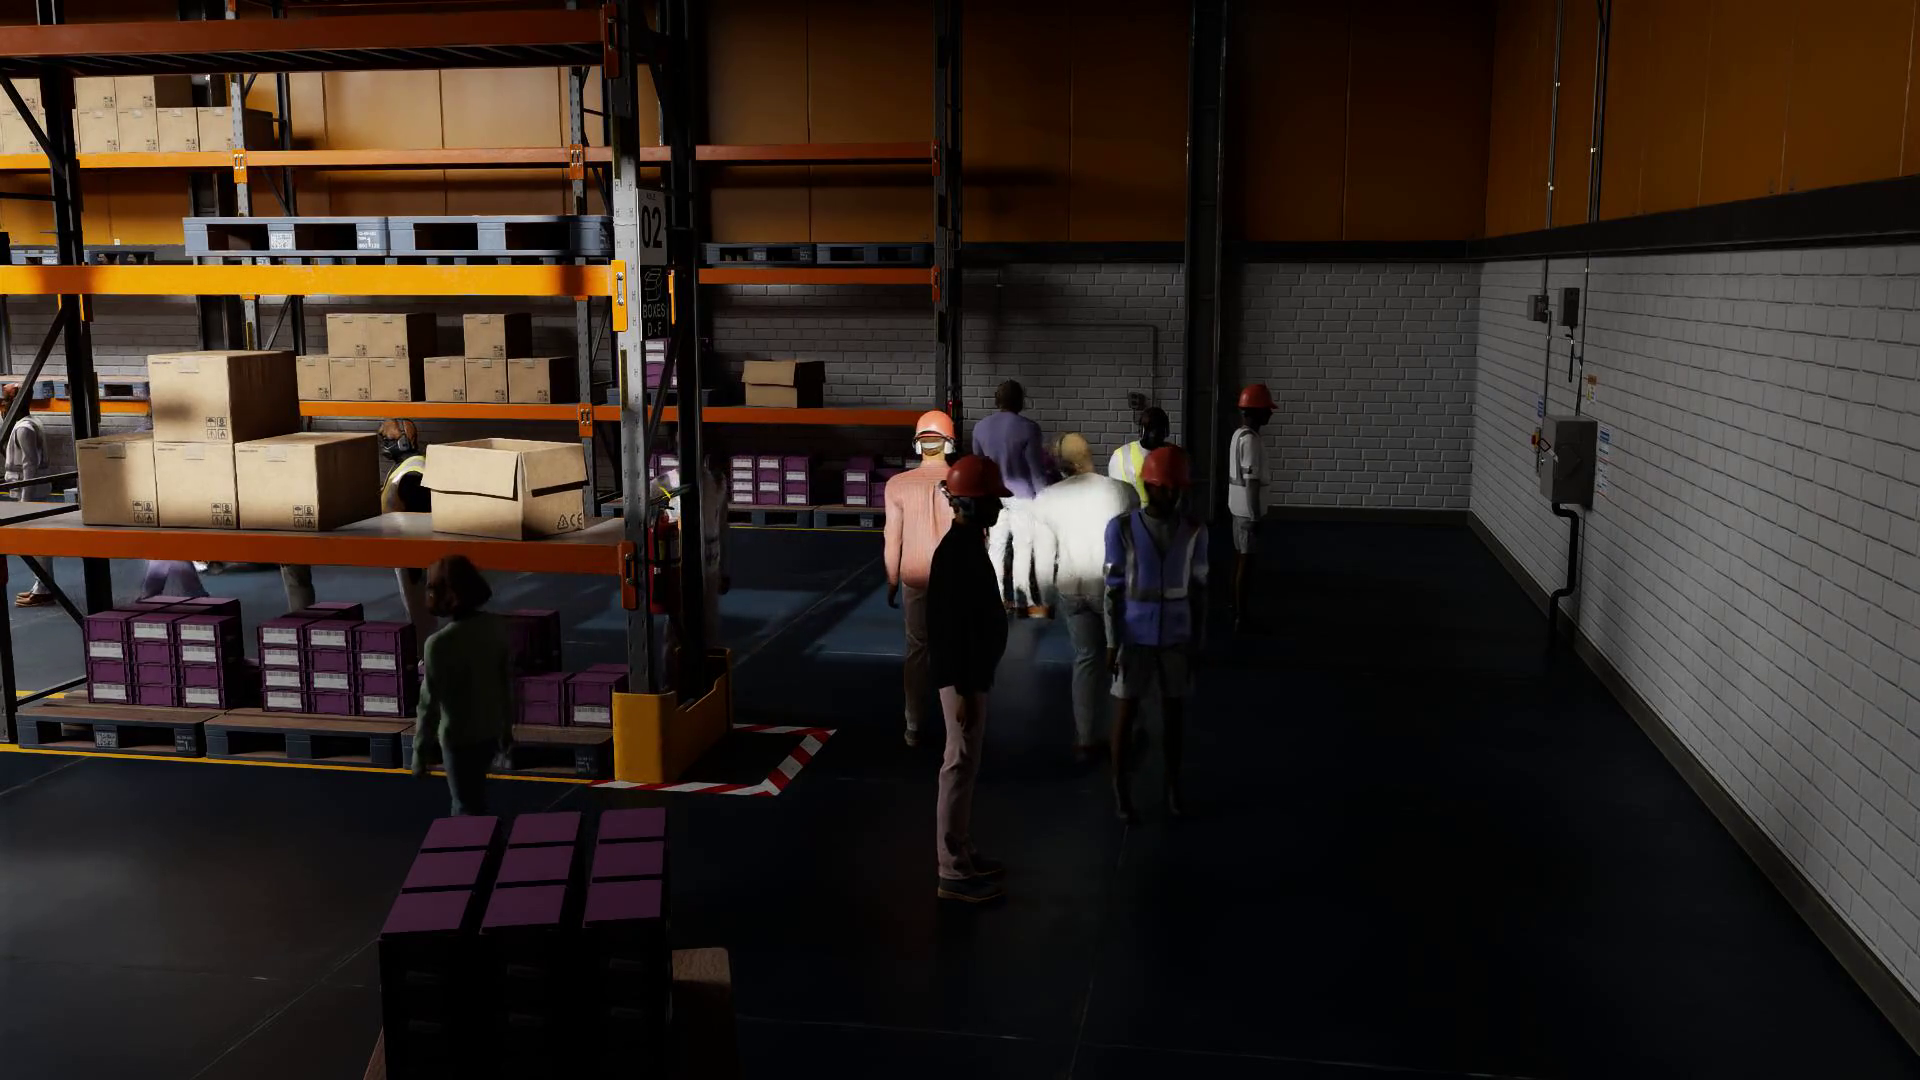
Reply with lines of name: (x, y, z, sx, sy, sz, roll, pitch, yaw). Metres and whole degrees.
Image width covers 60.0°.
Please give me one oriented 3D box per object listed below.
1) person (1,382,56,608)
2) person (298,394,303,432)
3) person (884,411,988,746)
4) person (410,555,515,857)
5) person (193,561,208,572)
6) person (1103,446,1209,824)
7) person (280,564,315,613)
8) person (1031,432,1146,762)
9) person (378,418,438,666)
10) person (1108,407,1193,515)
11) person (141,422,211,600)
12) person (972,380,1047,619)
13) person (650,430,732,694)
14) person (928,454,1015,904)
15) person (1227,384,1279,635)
person: (-7.805, -0.382, 13.937, 0.345, 1.882, 0.584, -4, 10, -24)
person: (-7.284, -1.008, 17.682, 0.587, 1.930, 0.359, -2, 9, -12)
person: (-0.140, 0.233, 9.811, 0.611, 1.985, 0.393, 1, 9, 5)
person: (-2.141, 0.858, 7.107, 0.704, 1.601, 0.522, 3, 10, 18)
person: (-7.123, -0.620, 15.556, 0.764, 1.837, 0.533, 7, 12, 37)
person: (0.995, 0.484, 8.431, 0.549, 1.930, 0.376, -1, 9, -8)
person: (-4.795, -0.020, 11.875, 0.404, 1.826, 0.587, -3, 10, -16)
person: (0.789, 0.310, 9.685, 0.705, 1.876, 0.722, 2, 9, 13)
person: (-3.687, 0.097, 11.136, 0.428, 1.836, 0.625, -4, 10, -22)
person: (1.360, -0.026, 11.856, 0.627, 1.847, 0.429, -1, 9, -6)
person: (-6.148, -0.232, 13.090, 1.007, 1.851, 0.664, 2, 9, 13)
person: (0.403, -0.320, 13.469, 0.663, 1.931, 0.354, 6, 11, 32)
person: (-1.688, 0.204, 10.344, 0.595, 1.872, 0.397, -7, 12, -39)
person: (0.048, 0.607, 7.458, 0.388, 1.992, 0.625, 0, 9, 3)
person: (2.263, -0.238, 12.879, 0.356, 1.937, 0.552, 0, 9, 0)
